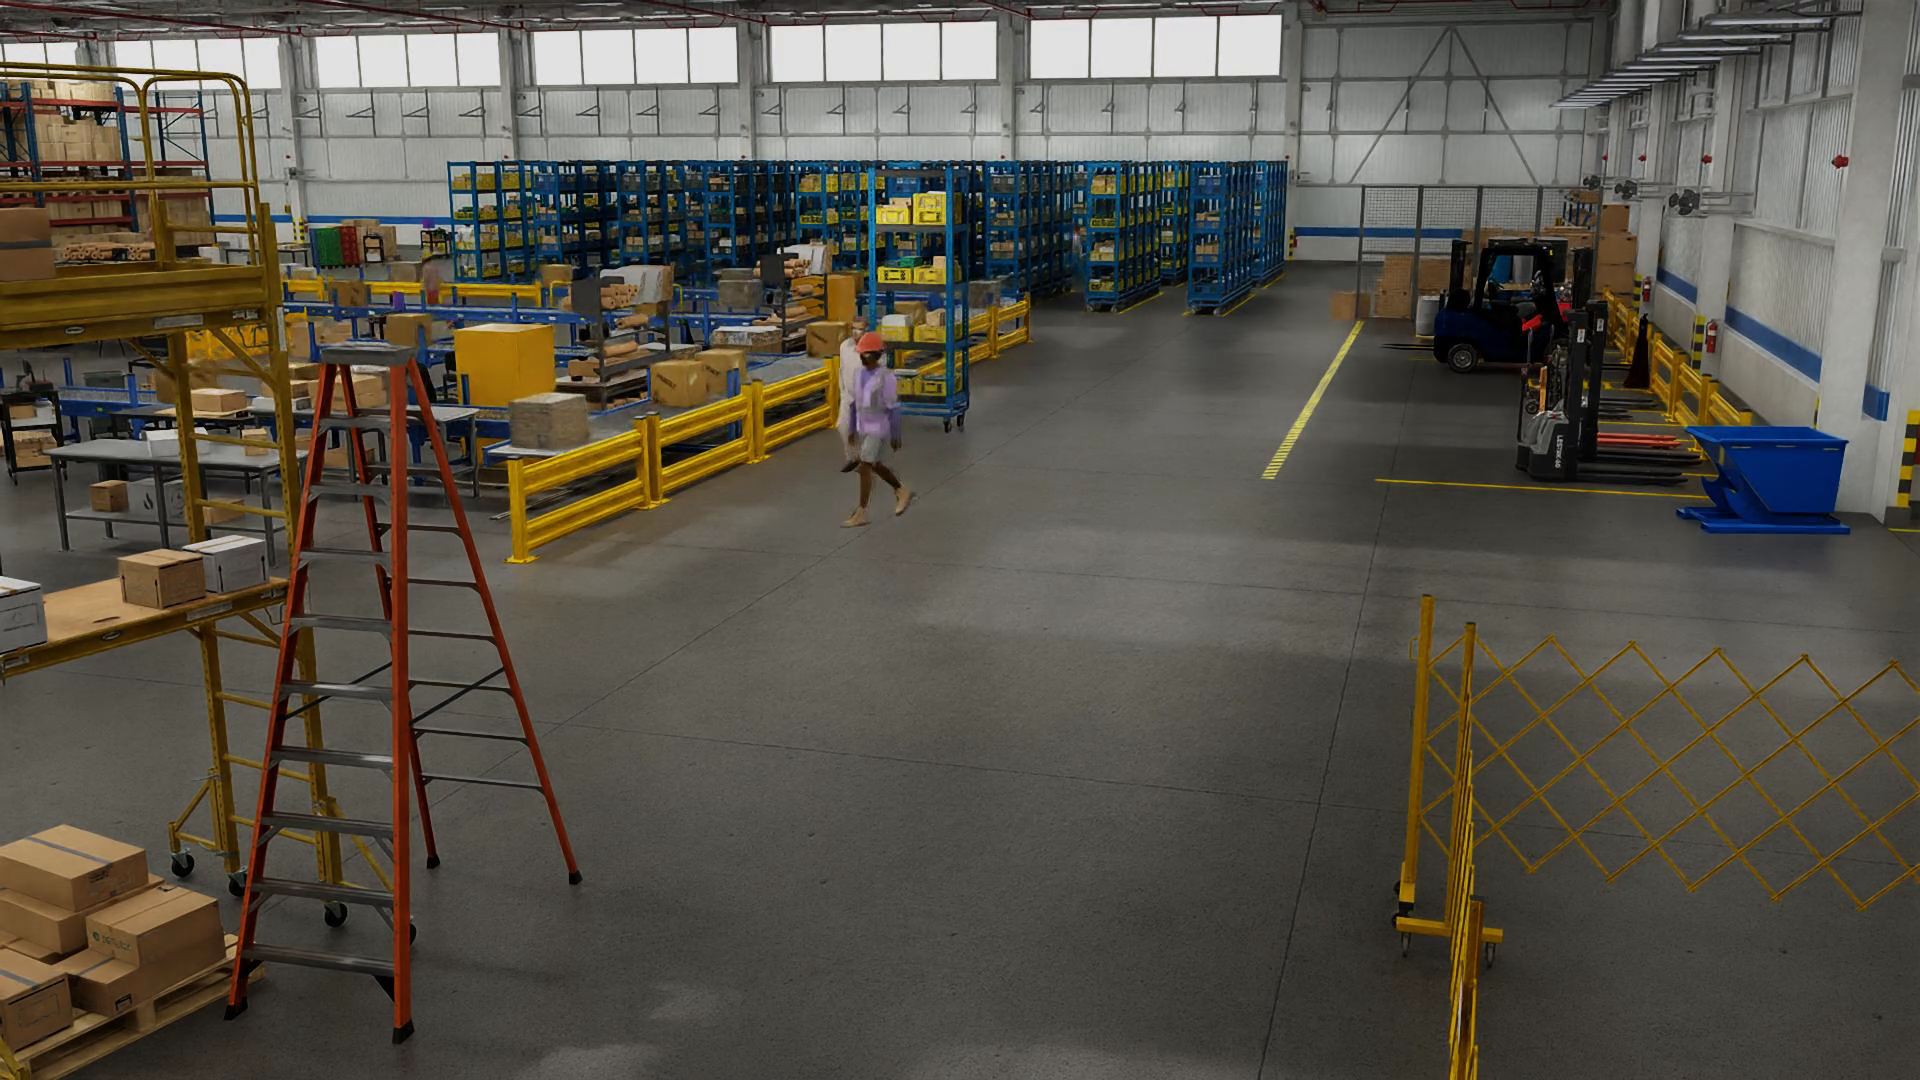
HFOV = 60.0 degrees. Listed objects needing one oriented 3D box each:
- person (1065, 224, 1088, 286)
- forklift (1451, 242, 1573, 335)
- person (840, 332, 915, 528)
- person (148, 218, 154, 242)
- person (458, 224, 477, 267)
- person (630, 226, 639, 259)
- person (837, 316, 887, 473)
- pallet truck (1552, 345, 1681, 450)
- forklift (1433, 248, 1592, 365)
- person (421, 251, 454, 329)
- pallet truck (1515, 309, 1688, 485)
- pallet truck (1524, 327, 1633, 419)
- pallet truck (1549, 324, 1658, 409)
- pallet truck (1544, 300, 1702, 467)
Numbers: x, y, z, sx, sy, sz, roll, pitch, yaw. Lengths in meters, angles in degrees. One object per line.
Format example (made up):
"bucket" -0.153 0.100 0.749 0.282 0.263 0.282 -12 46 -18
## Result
"person" 3.453 -8.279 48.407 0.969 1.794 0.593 4 14 17
"forklift" 10.464 -4.597 31.405 2.680 1.987 1.157 4 14 16
"person" -0.847 -1.166 17.231 0.985 2.016 0.614 -11 17 -39
"person" -24.233 -8.801 50.224 0.377 1.995 0.608 -1 13 -4
"person" -14.737 -8.702 49.920 0.604 1.937 0.403 -1 13 -6
"person" -9.935 -8.953 51.285 0.819 1.803 0.626 3 13 12
"person" -1.210 -1.718 19.845 0.684 1.887 0.557 6 15 26
"pallet truck" 8.641 -1.896 21.908 1.630 1.274 0.653 4 14 16
"forklift" 9.780 -4.111 29.280 2.680 1.987 1.157 3 13 14
"person" -11.552 -5.477 36.460 0.914 1.725 0.530 1 13 6
"pallet truck" 7.554 -1.677 19.446 1.885 1.965 0.823 3 13 14
"pallet truck" 9.065 -2.460 24.370 1.522 1.261 0.704 3 13 14
"pallet truck" 9.824 -2.669 25.407 1.601 1.201 0.680 4 14 16
"pallet truck" 8.263 -1.952 20.631 1.885 1.965 0.823 5 14 20
